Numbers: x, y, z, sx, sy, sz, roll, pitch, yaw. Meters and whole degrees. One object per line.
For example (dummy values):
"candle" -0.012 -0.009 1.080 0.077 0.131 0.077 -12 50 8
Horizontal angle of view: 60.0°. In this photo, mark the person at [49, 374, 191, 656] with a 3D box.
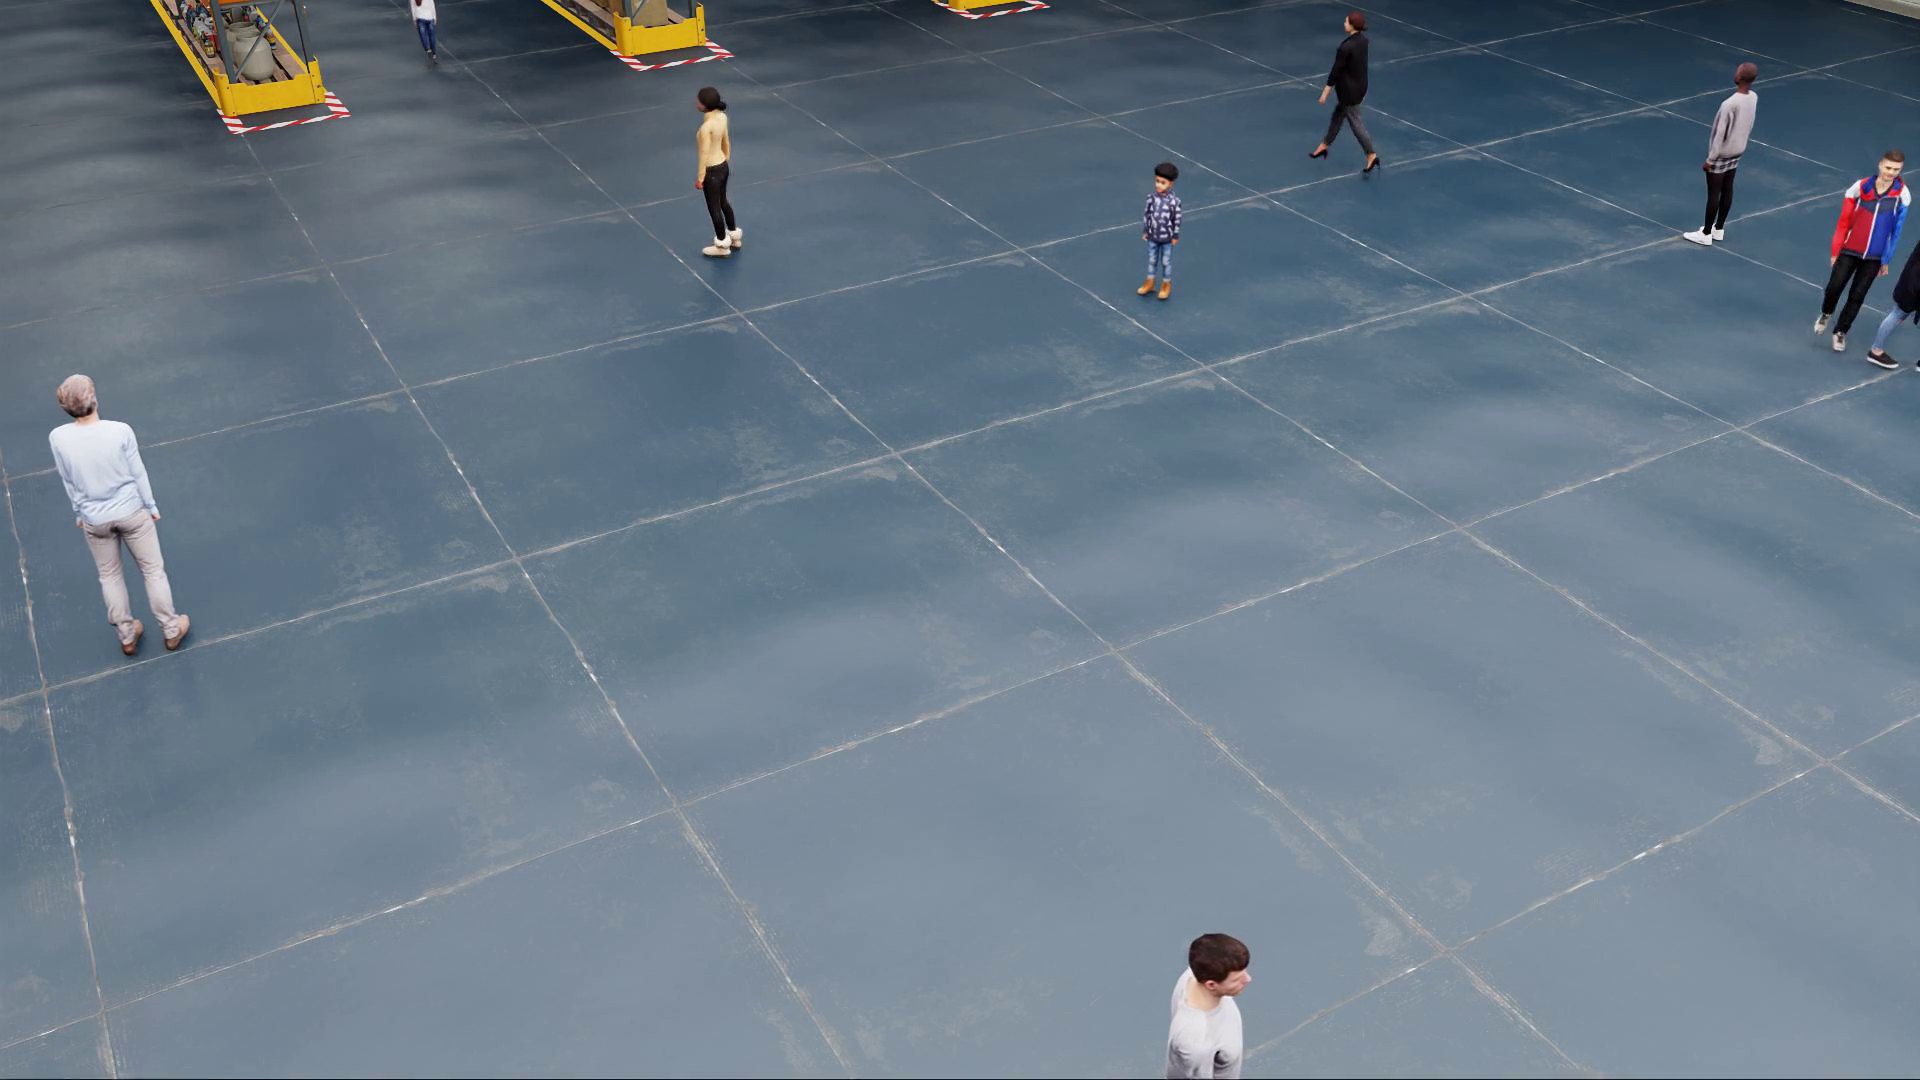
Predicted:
"person" -5.223 -0.146 10.275 0.689 1.890 0.648 -8 33 -13

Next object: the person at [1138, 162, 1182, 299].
"person" 1.833 -2.815 15.106 0.540 1.250 0.632 17 36 25

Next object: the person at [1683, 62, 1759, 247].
"person" 7.421 -3.732 16.072 0.612 1.771 0.528 -18 36 -26

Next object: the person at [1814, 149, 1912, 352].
"person" 7.664 -2.484 14.116 0.796 1.746 0.862 14 35 21

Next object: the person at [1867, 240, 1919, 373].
"person" 7.844 -2.172 13.704 0.942 1.659 0.791 26 41 35

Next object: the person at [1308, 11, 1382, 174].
"person" 4.242 -4.716 17.736 1.239 1.660 0.908 26 40 35

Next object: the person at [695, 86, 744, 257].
"person" -2.305 -3.517 15.843 0.797 1.652 0.758 14 35 21

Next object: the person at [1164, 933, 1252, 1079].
"person" 0.917 2.232 6.547 0.767 1.847 0.691 5 33 8

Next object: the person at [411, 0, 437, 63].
"person" -6.917 -6.740 21.469 0.536 1.100 0.770 -9 33 -14
